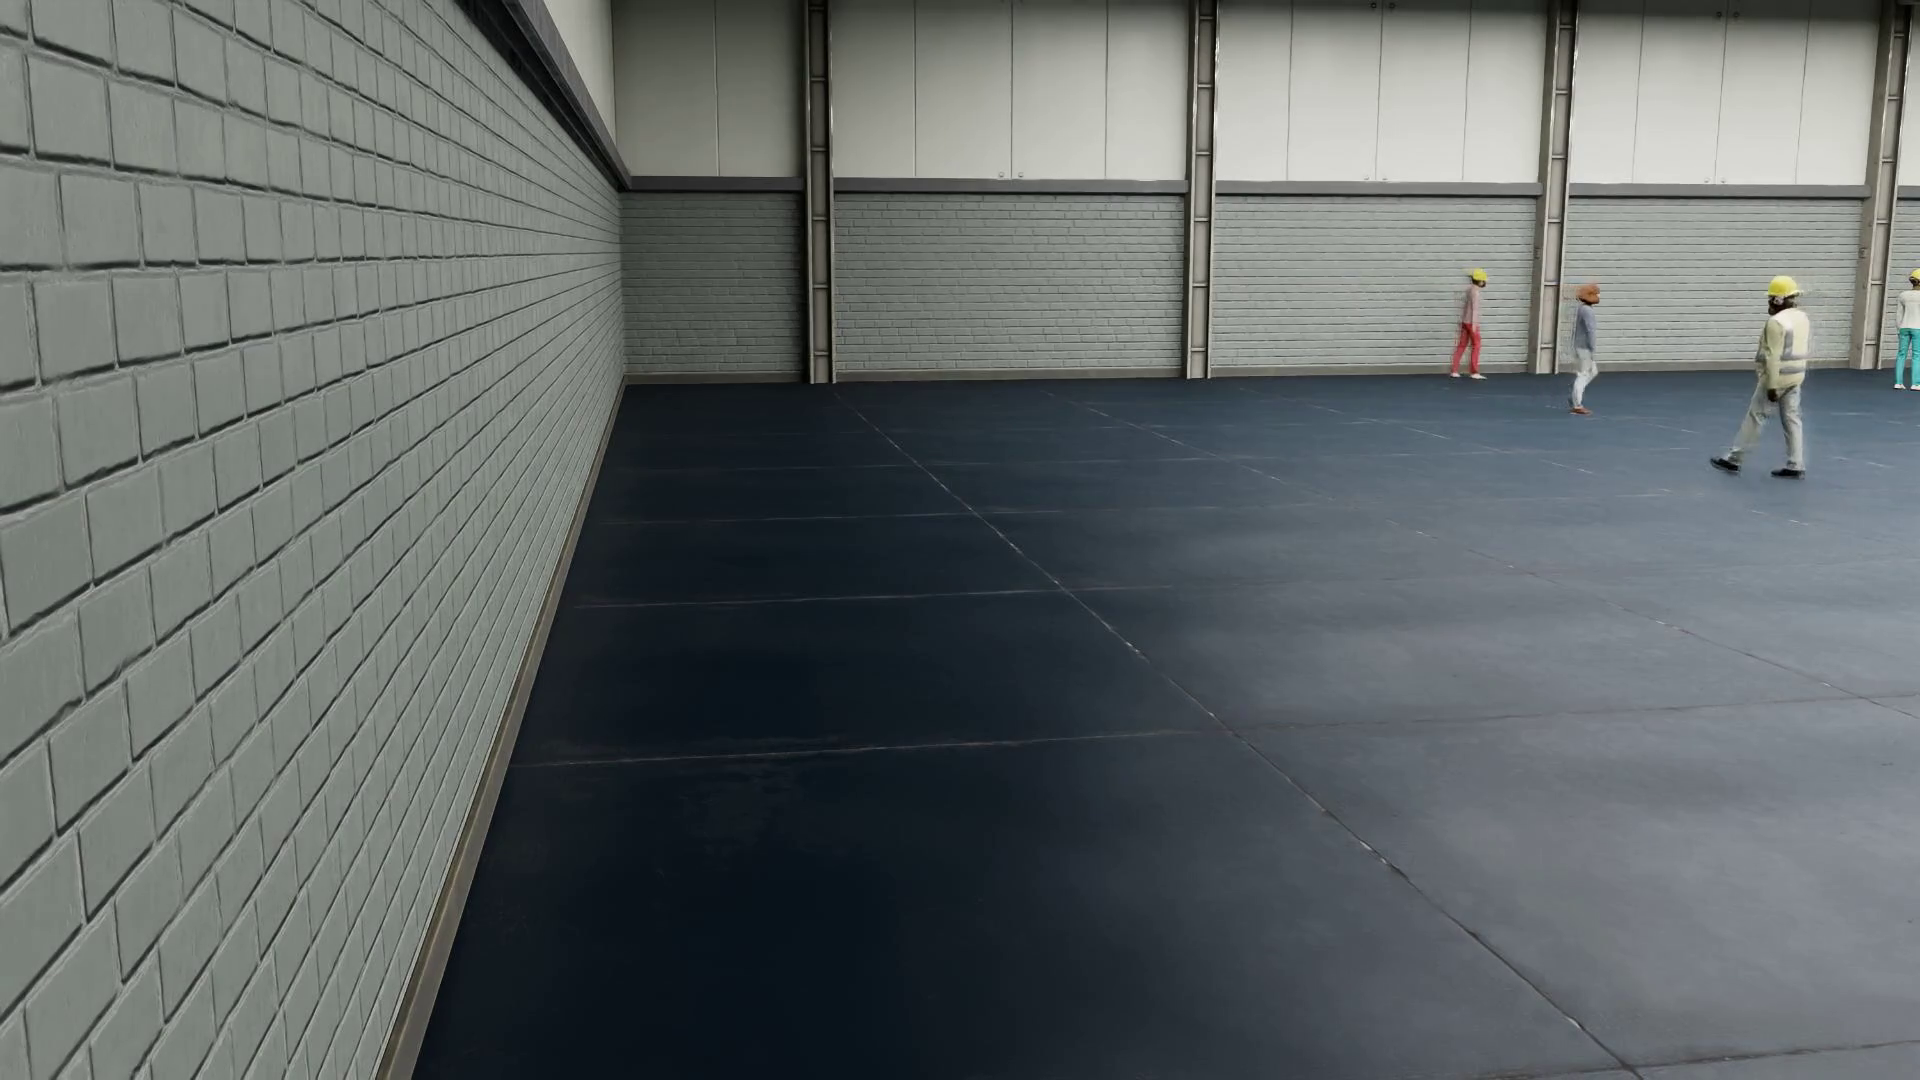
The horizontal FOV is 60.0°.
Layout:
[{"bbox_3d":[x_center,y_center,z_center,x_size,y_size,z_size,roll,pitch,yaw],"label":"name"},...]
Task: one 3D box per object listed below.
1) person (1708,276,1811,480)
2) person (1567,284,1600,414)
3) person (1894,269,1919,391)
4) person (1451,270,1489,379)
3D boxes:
[{"bbox_3d":[7.240,-1.451,14.913,0.599,1.798,0.795,-6,12,-33],"label":"person"},{"bbox_3d":[7.780,-2.361,20.621,0.352,1.619,0.532,2,10,10],"label":"person"},{"bbox_3d":[13.905,-3.057,24.237,0.310,1.769,0.523,-5,11,-27],"label":"person"},{"bbox_3d":[8.116,-3.427,26.481,0.509,1.736,0.564,1,10,5],"label":"person"}]
